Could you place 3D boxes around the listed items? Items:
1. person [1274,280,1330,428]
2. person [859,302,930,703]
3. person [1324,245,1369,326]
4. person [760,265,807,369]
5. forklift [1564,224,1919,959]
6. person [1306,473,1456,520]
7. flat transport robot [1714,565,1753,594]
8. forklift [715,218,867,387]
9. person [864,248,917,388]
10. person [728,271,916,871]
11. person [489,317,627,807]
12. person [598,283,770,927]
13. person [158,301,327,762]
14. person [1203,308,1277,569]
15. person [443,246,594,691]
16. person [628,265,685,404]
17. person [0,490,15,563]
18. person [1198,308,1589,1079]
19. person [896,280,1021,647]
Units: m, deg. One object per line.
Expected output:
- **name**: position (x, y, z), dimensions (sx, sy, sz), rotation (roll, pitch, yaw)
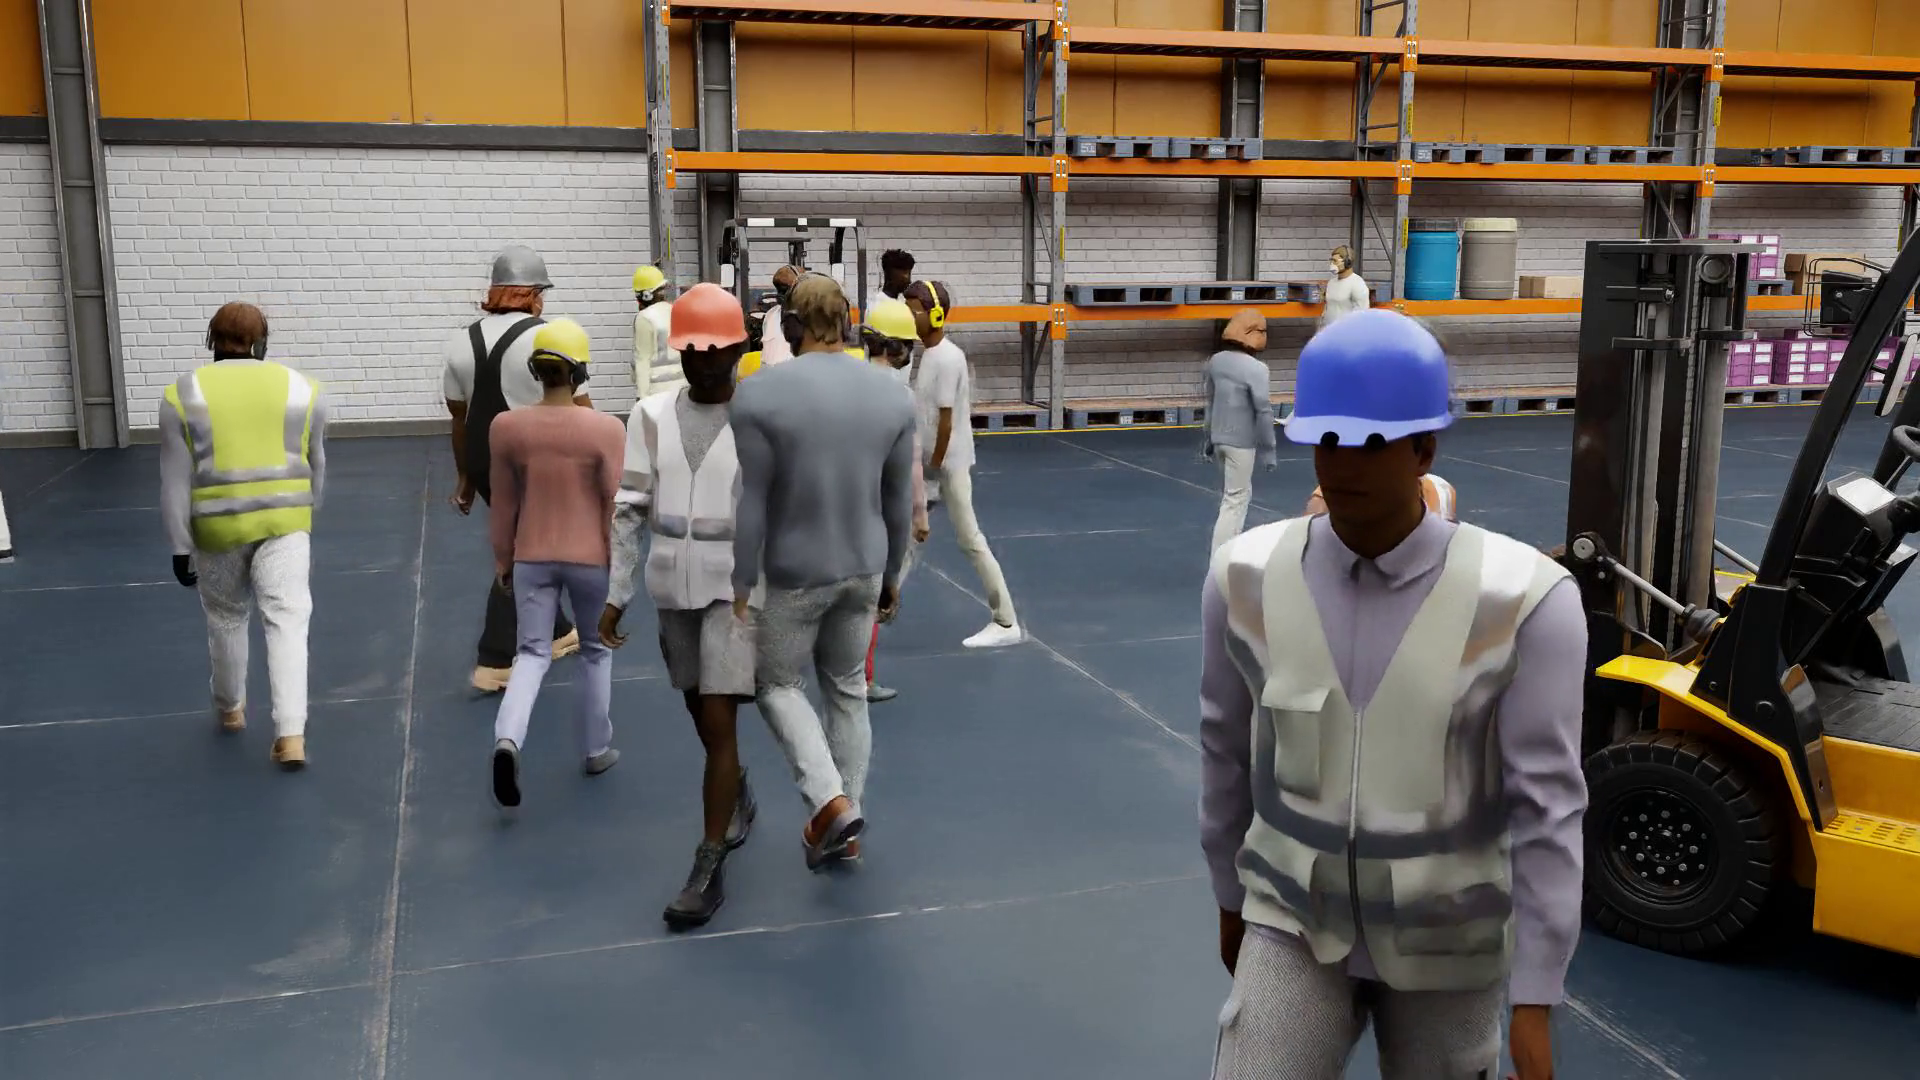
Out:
- **person**: position (3.699, -1.853, 16.979), dimensions (0.882, 1.581, 0.526), rotation (1, 10, 4)
- **person**: position (-0.380, -0.158, 7.243), dimensions (0.457, 1.741, 0.592), rotation (-8, 13, -37)
- **person**: position (3.722, -1.881, 16.162), dimensions (0.378, 1.940, 0.629), rotation (-3, 11, -17)
- **person**: position (-1.113, -0.919, 11.179), dimensions (0.621, 1.837, 0.429), rotation (7, 13, 35)
- **forklift**: position (2.909, 0.117, 4.508), dimensions (2.313, 2.155, 1.214), rotation (9, 14, 40)
- **person**: position (1.159, 0.372, 4.623), dimensions (0.514, 1.644, 0.308), rotation (-6, 12, -30)
- **flat transport robot**: position (3.716, 0.326, 8.641), dimensions (1.431, 0.197, 0.652), rotation (-8, 13, -36)
- **forklift**: position (-1.522, -1.778, 14.899), dimensions (1.214, 2.155, 2.313), rotation (-3, 11, -17)
- **person**: position (-0.597, -1.217, 12.519), dimensions (0.638, 1.941, 0.610), rotation (2, 11, 13)
- **person**: position (-0.405, 0.129, 5.211), dimensions (0.655, 1.915, 0.534), rotation (-6, 12, -31)
- **person**: position (-1.458, 0.077, 5.987), dimensions (0.525, 1.742, 0.757), rotation (1, 10, 5)
- **person**: position (-0.785, 0.150, 5.192), dimensions (0.556, 1.892, 0.959), rotation (3, 11, 14)
- **person**: position (-2.796, -0.038, 6.549), dimensions (0.622, 1.784, 1.034), rotation (-6, 12, -29)
- **person**: position (1.666, -0.541, 9.701), dimensions (0.555, 1.609, 0.521), rotation (-6, 12, -28)
- **person**: position (-1.990, -0.366, 7.581), dimensions (0.691, 2.000, 1.008), rotation (6, 12, 29)
- **person**: position (-2.241, -1.146, 12.483), dimensions (0.476, 1.812, 0.617), rotation (4, 11, 21)
- **person**: position (-6.191, -0.710, 10.103), dimensions (0.704, 1.805, 0.619), rotation (-5, 11, -23)
- **person**: position (0.600, 0.621, 2.507), dimensions (0.620, 1.906, 0.904), rotation (5, 12, 26)
- **person**: position (-0.159, -0.348, 8.113), dimensions (1.004, 1.807, 0.510), rotation (-2, 11, -13)
